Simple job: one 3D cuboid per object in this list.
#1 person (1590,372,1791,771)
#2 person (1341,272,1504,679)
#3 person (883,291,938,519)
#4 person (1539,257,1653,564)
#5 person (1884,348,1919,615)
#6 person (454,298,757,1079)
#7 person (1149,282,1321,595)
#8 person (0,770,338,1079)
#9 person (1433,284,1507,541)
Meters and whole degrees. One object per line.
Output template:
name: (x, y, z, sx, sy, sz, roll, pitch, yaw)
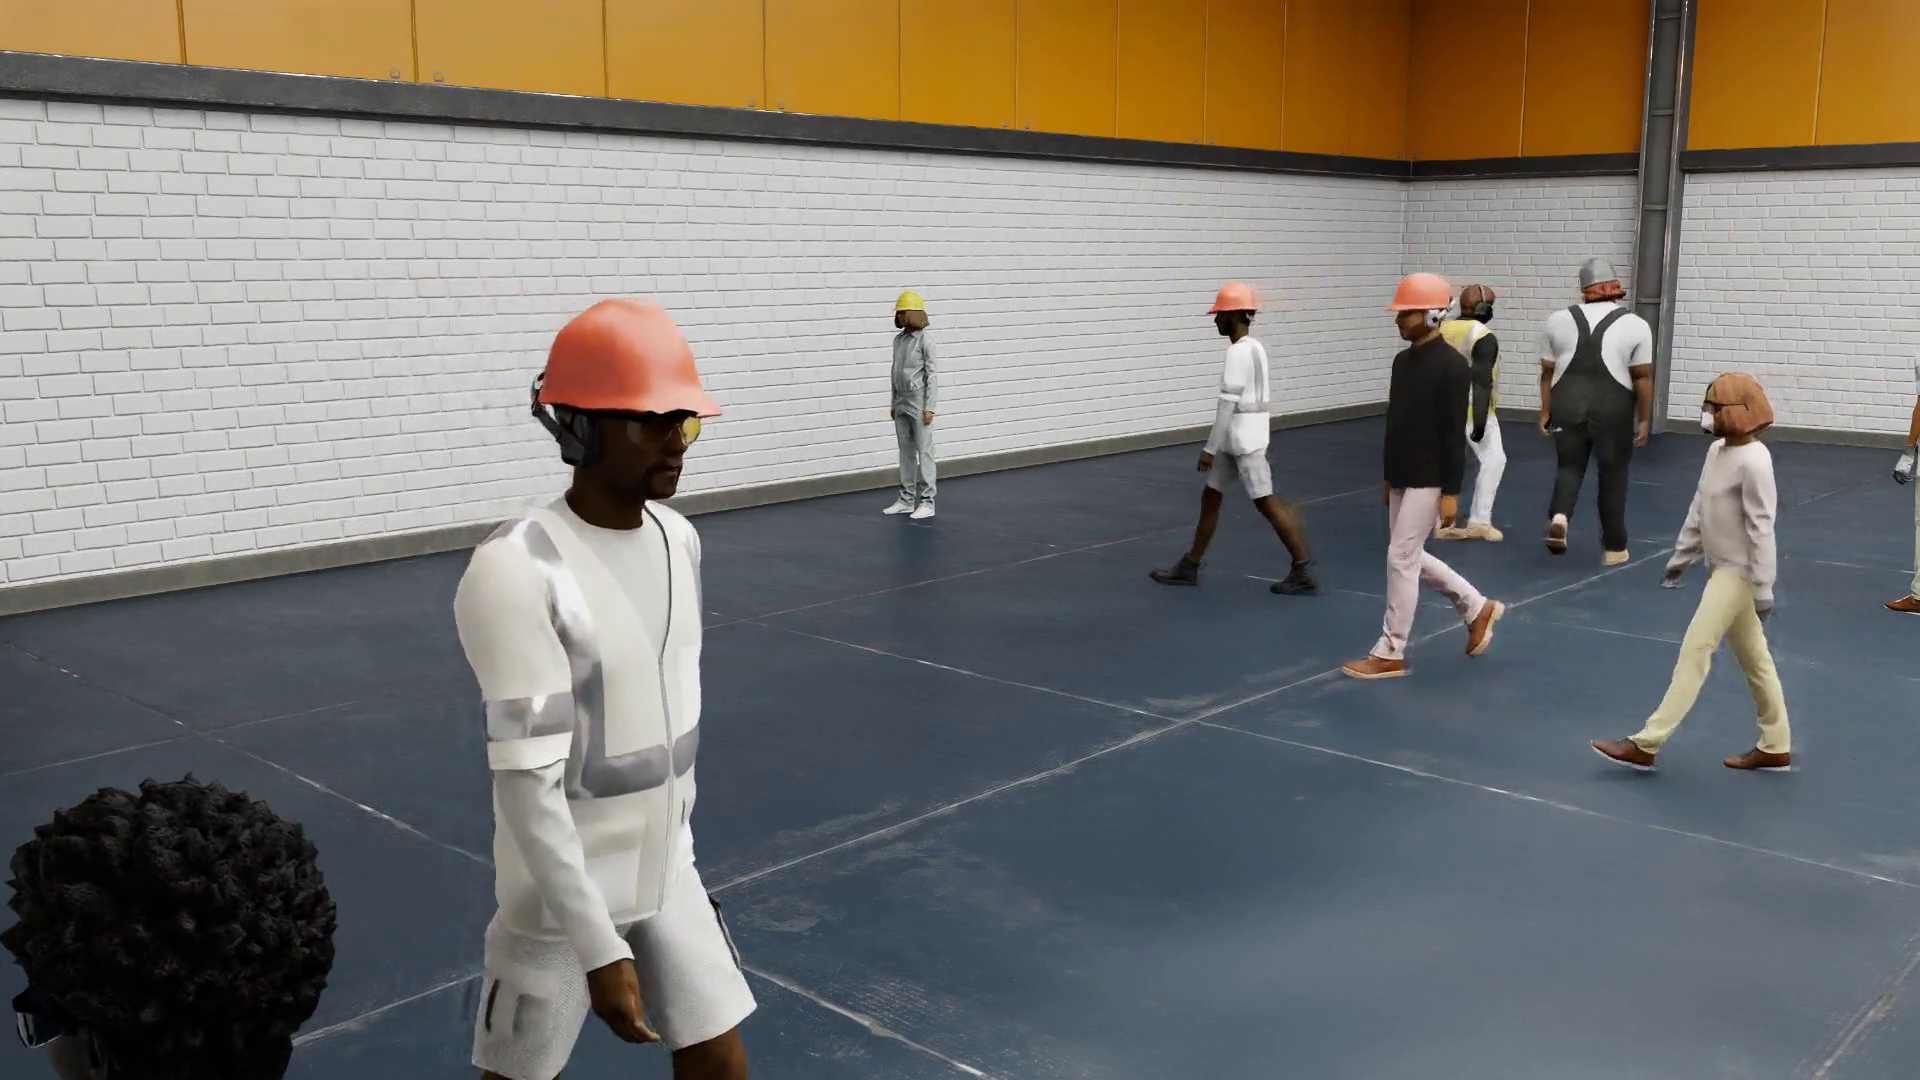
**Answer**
person: (2.930, 0.143, 6.543, 0.841, 1.595, 0.507, 2, 10, 11)
person: (2.288, -0.307, 8.055, 0.811, 1.968, 0.623, -2, 10, -11)
person: (-0.376, -1.038, 12.836, 0.309, 1.744, 0.485, -8, 13, -39)
person: (4.170, -0.851, 10.925, 0.733, 2.000, 0.650, 7, 12, 34)
person: (5.541, -0.494, 9.401, 0.518, 1.865, 0.328, -2, 10, -11)
person: (-0.657, 0.577, 2.951, 1.034, 2.001, 0.616, 5, 11, 28)
person: (1.714, -0.602, 10.005, 1.042, 1.881, 0.545, 2, 10, 12)
person: (-0.550, 1.012, 1.322, 0.322, 1.689, 0.530, 4, 11, 22)
person: (3.643, -0.890, 11.790, 0.580, 1.823, 0.628, -4, 11, -21)
